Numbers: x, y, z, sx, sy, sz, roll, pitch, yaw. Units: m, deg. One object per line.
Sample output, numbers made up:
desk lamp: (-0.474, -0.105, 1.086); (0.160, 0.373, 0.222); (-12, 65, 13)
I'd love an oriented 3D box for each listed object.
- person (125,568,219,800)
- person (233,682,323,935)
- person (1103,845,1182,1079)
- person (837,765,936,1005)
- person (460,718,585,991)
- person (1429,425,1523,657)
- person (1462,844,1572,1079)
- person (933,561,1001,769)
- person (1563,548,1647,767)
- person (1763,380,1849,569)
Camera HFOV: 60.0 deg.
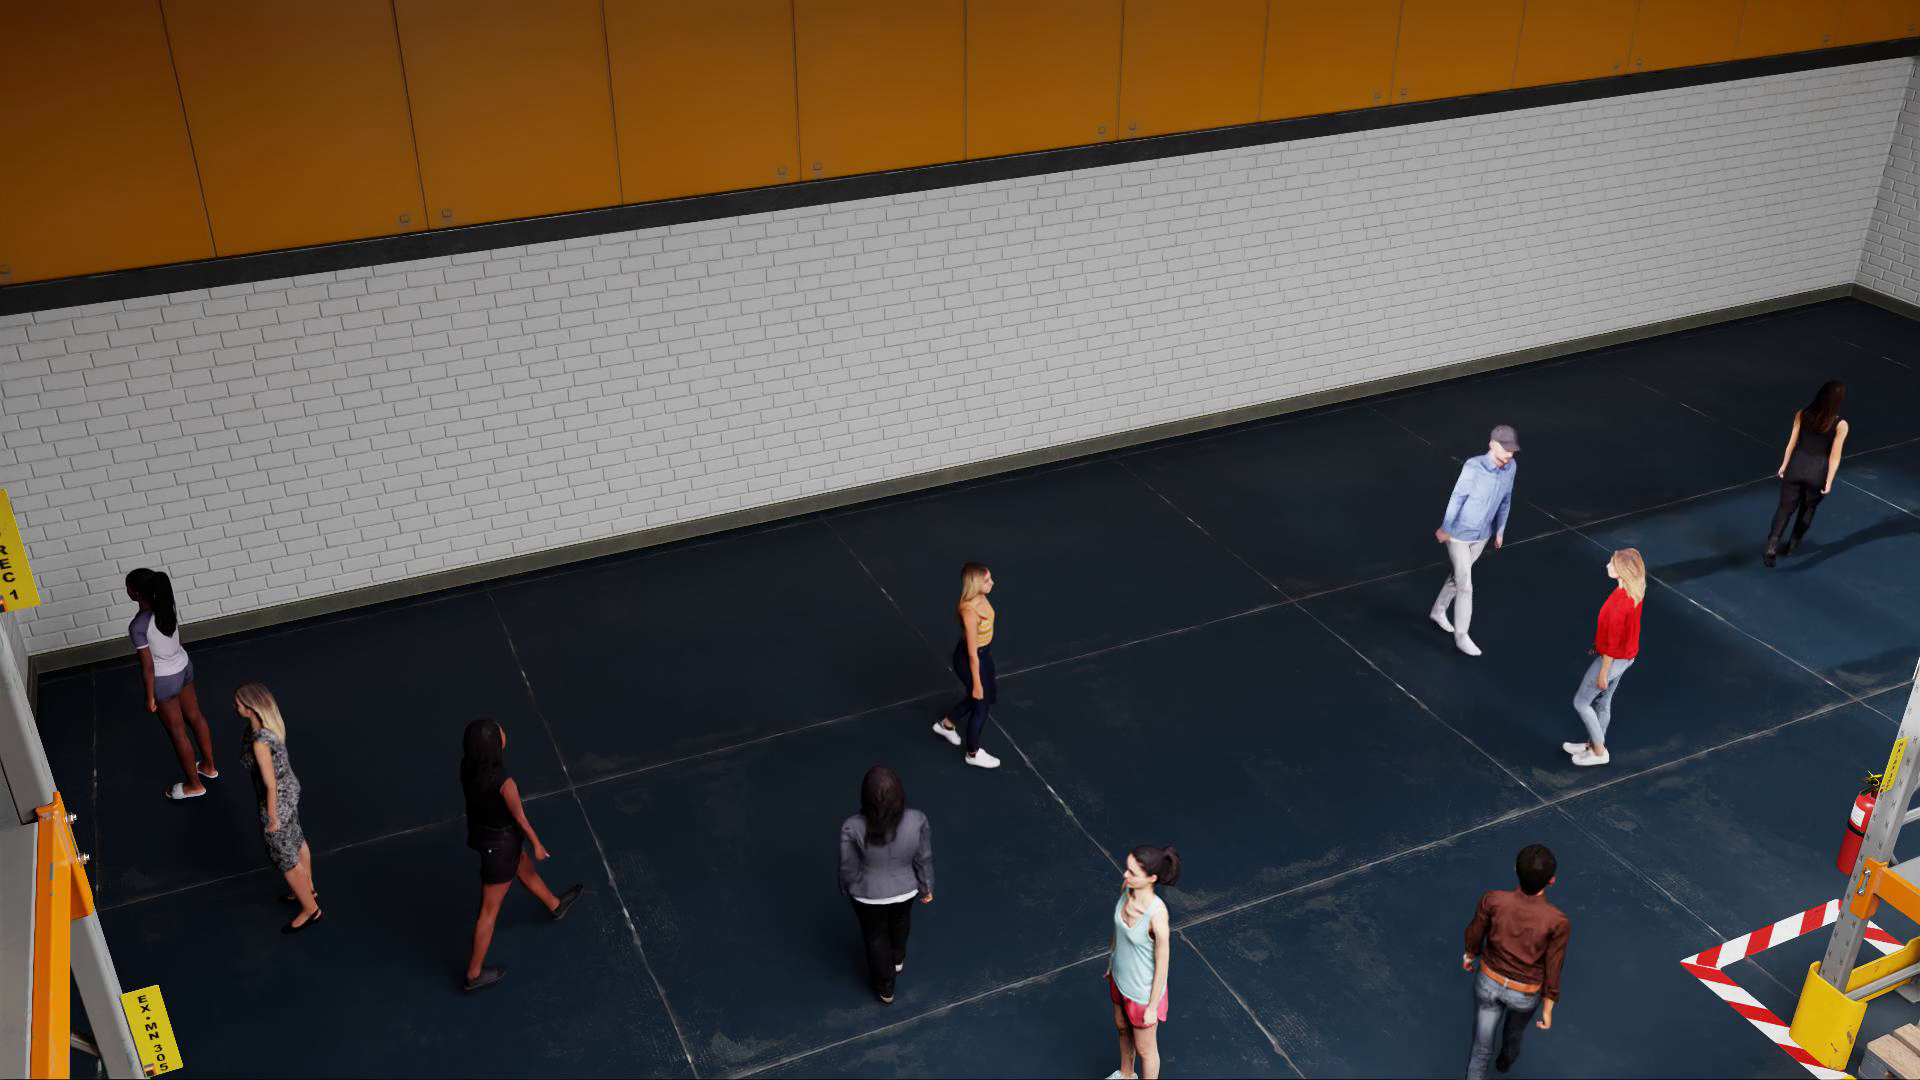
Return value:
person: (-5.300, 0.941, 11.147); (0.762, 1.722, 0.666); (3, 29, 5)
person: (-4.069, 1.571, 10.014); (0.680, 1.702, 0.534); (-6, 29, -10)
person: (0.916, 2.297, 8.618); (0.647, 1.764, 0.486); (-12, 31, -22)
person: (-0.414, 1.980, 9.389); (0.747, 1.582, 0.788); (-7, 29, -13)
person: (-2.718, 1.833, 9.553); (1.195, 1.685, 0.987); (24, 36, 36)
person: (3.912, -0.100, 12.930); (0.686, 1.844, 0.928); (-10, 30, -18)
person: (2.778, 2.370, 8.522); (1.195, 1.728, 1.183); (14, 31, 23)
person: (0.026, 0.850, 11.425); (0.842, 1.616, 0.797); (5, 29, 10)
person: (4.509, 0.837, 11.366); (0.734, 1.697, 0.729); (20, 34, 32)
person: (7.044, -0.525, 13.894); (1.071, 1.666, 0.946); (23, 36, 35)
